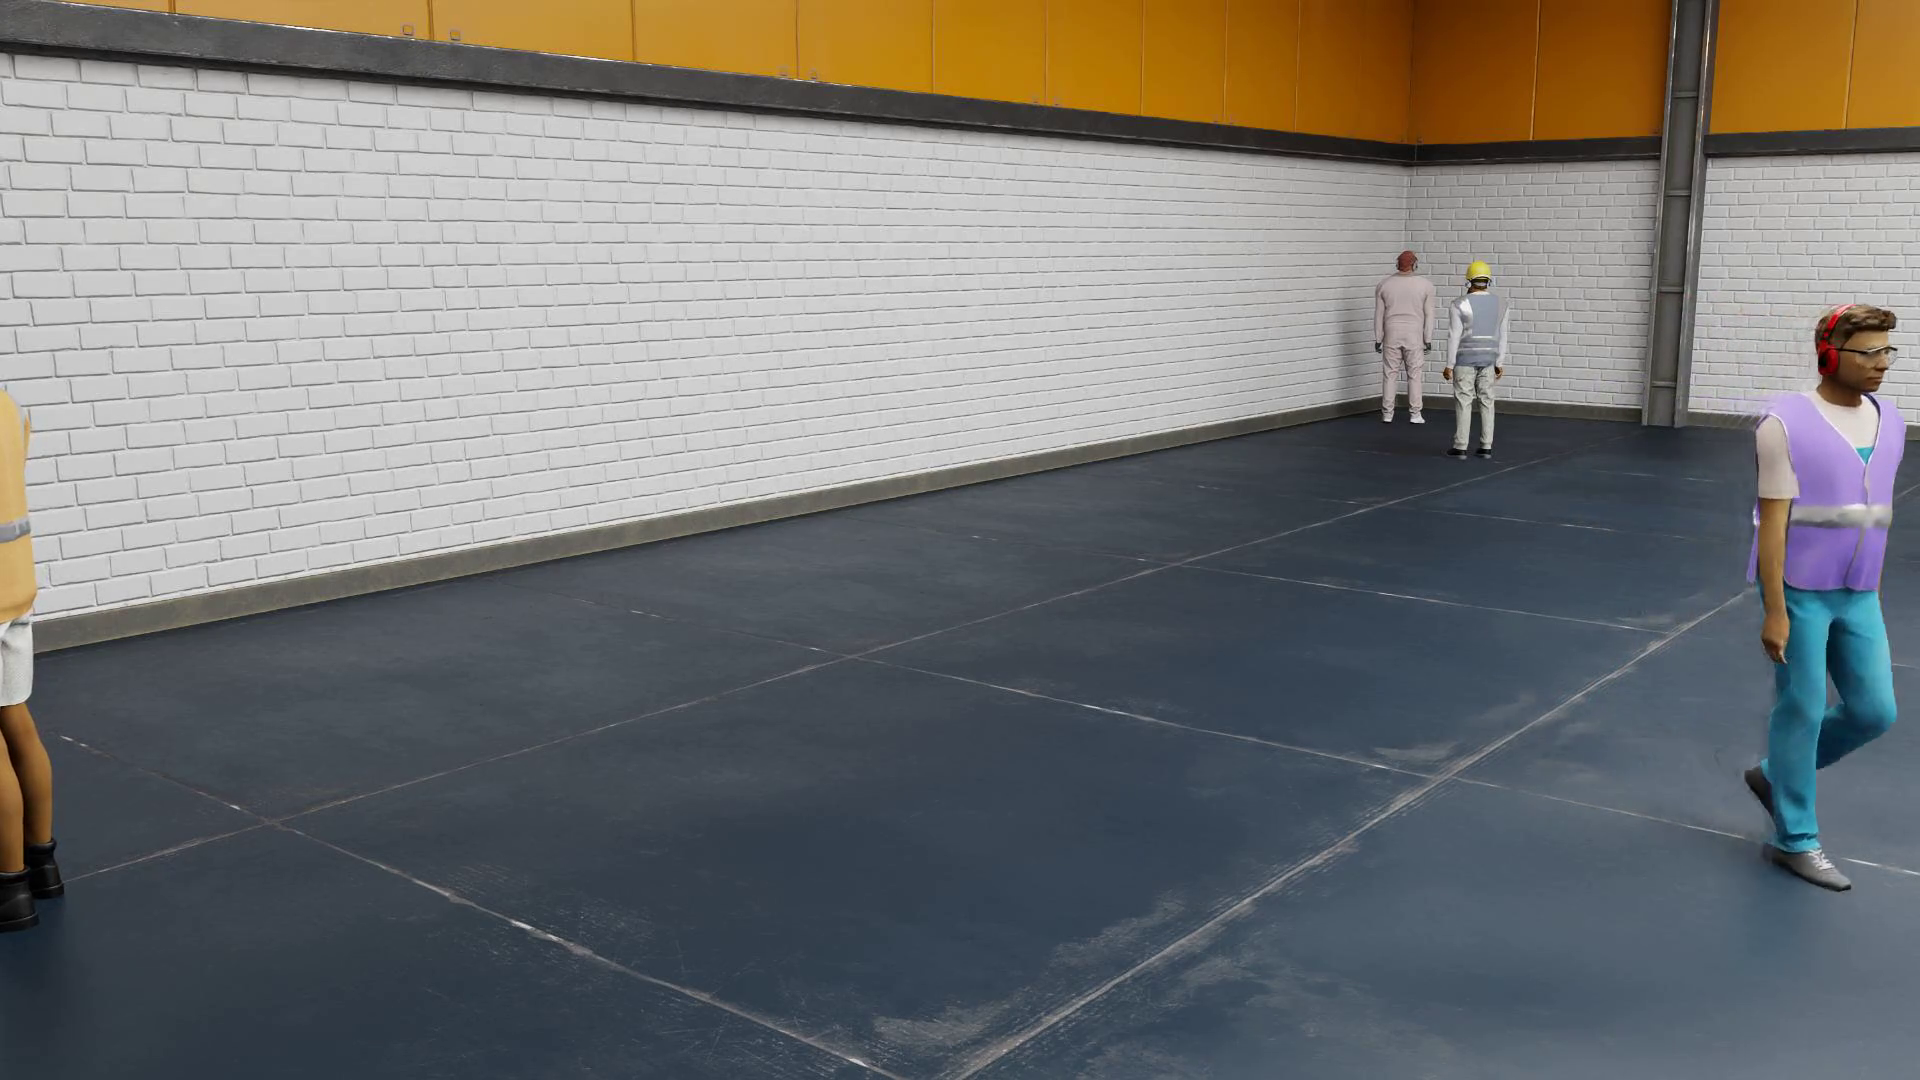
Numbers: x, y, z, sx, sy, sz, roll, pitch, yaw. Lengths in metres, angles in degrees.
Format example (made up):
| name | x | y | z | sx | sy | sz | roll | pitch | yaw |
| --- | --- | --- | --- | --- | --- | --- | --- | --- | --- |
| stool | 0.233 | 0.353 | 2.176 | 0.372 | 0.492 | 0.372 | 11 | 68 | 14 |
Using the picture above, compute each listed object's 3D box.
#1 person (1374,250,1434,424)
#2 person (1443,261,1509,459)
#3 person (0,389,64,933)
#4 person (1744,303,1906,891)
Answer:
| name | x | y | z | sx | sy | sz | roll | pitch | yaw |
| --- | --- | --- | --- | --- | --- | --- | --- | --- | --- |
| person | 4.896 | -2.229 | 18.353 | 0.642 | 1.909 | 0.399 | 4 | 11 | 22 |
| person | 4.759 | -1.662 | 15.414 | 0.601 | 1.830 | 0.404 | -2 | 10 | -12 |
| person | -2.900 | 0.188 | 4.861 | 0.340 | 1.942 | 0.551 | -2 | 10 | -9 |
| person | 2.710 | 0.174 | 5.242 | 0.572 | 1.829 | 0.438 | -4 | 11 | -19 |
